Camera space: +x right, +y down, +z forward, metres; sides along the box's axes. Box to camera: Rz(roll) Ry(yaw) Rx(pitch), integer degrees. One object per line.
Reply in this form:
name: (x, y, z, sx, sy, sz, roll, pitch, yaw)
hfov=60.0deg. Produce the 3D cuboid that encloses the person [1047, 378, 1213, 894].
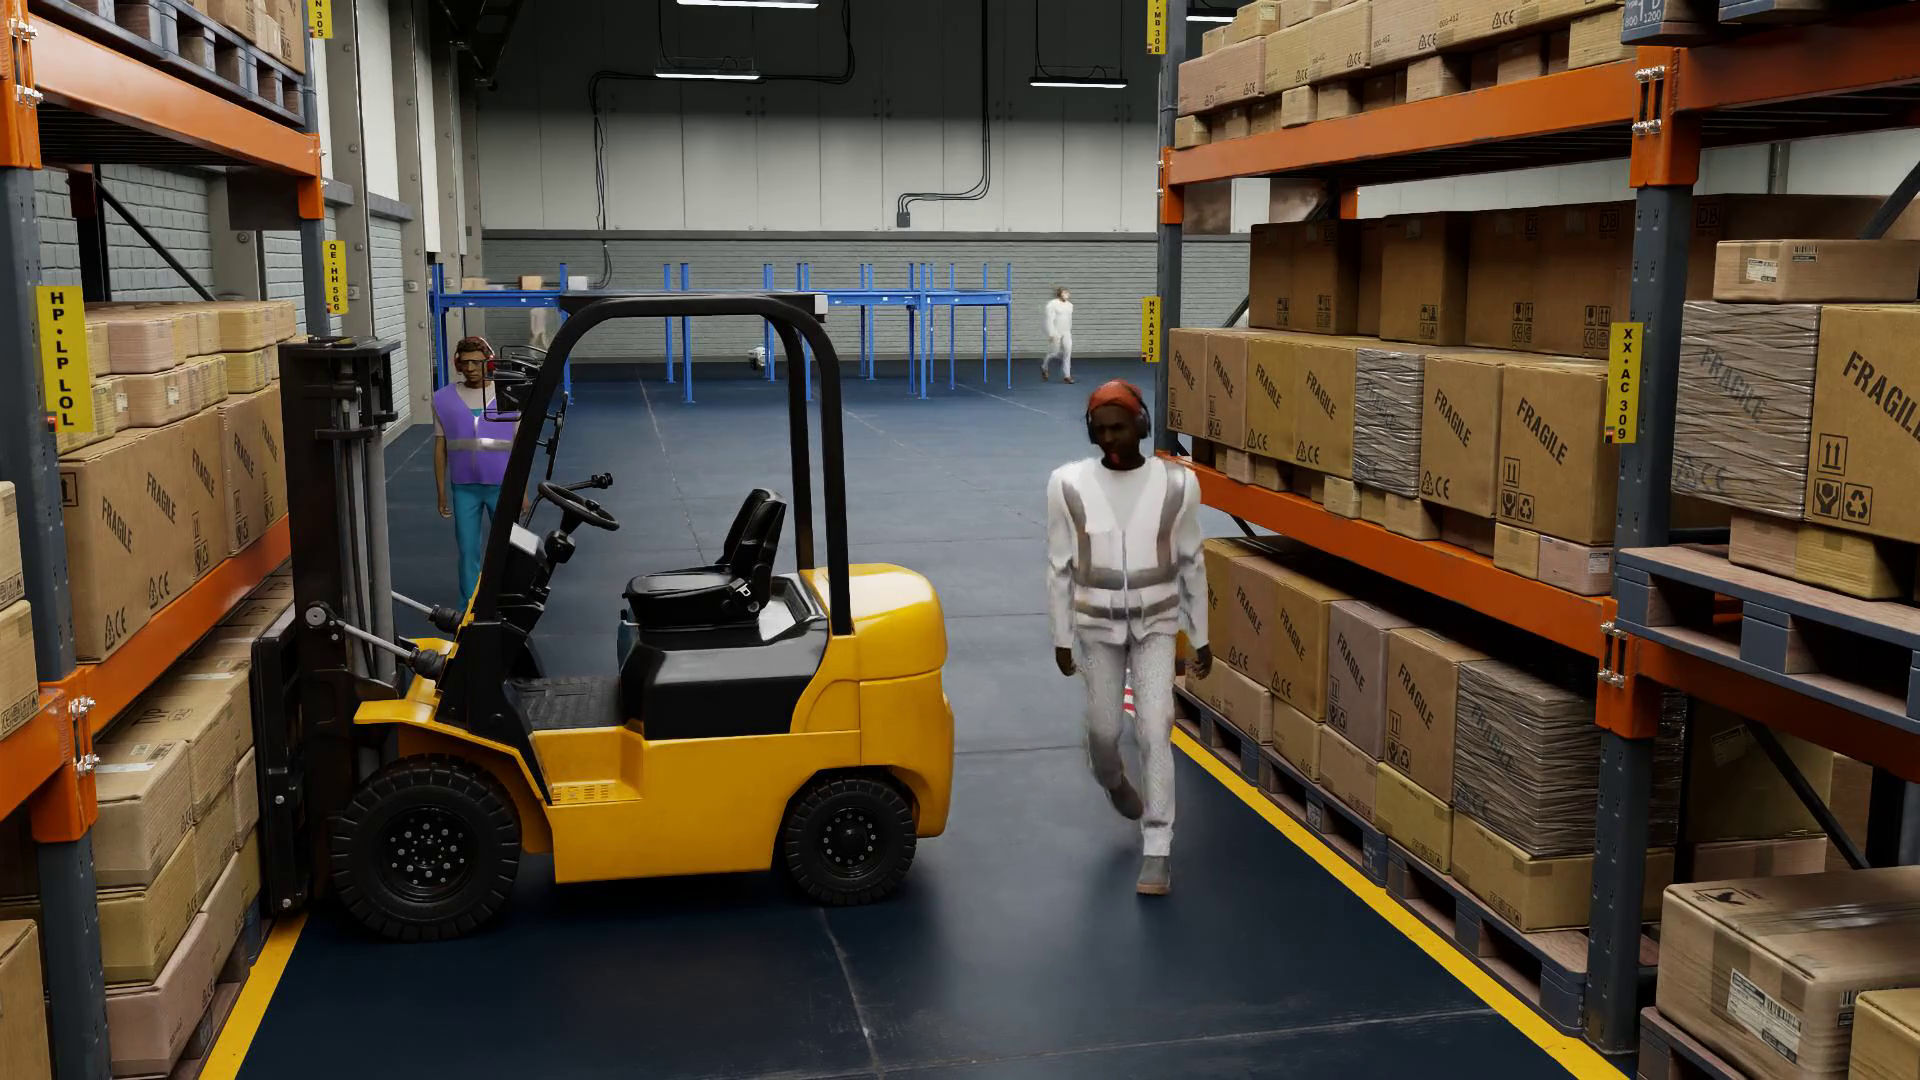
person: (0.635, 0.310, 6.235, 0.613, 1.860, 0.770, 1, 9, 5)

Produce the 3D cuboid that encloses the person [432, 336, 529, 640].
person: (-2.890, -0.313, 10.084, 0.561, 1.836, 0.378, -1, 9, -8)

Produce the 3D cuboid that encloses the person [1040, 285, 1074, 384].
person: (1.918, -4.030, 32.519, 0.635, 1.913, 0.832, -6, 11, -33)

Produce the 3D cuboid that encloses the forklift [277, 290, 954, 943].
forklift: (-1.179, 0.175, 6.143, 2.313, 2.155, 1.214, -2, 10, -12)

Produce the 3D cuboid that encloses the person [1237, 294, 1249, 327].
person: (5.023, -3.374, 28.890, 0.646, 1.790, 0.981, -6, 11, -32)

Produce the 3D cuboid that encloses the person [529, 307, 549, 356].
person: (-9.599, -4.758, 37.895, 0.809, 1.600, 0.512, 5, 11, 30)

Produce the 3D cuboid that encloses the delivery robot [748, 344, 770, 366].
delivery robot: (-4.445, -4.103, 36.918, 0.477, 0.478, 0.707, -5, 11, -29)
